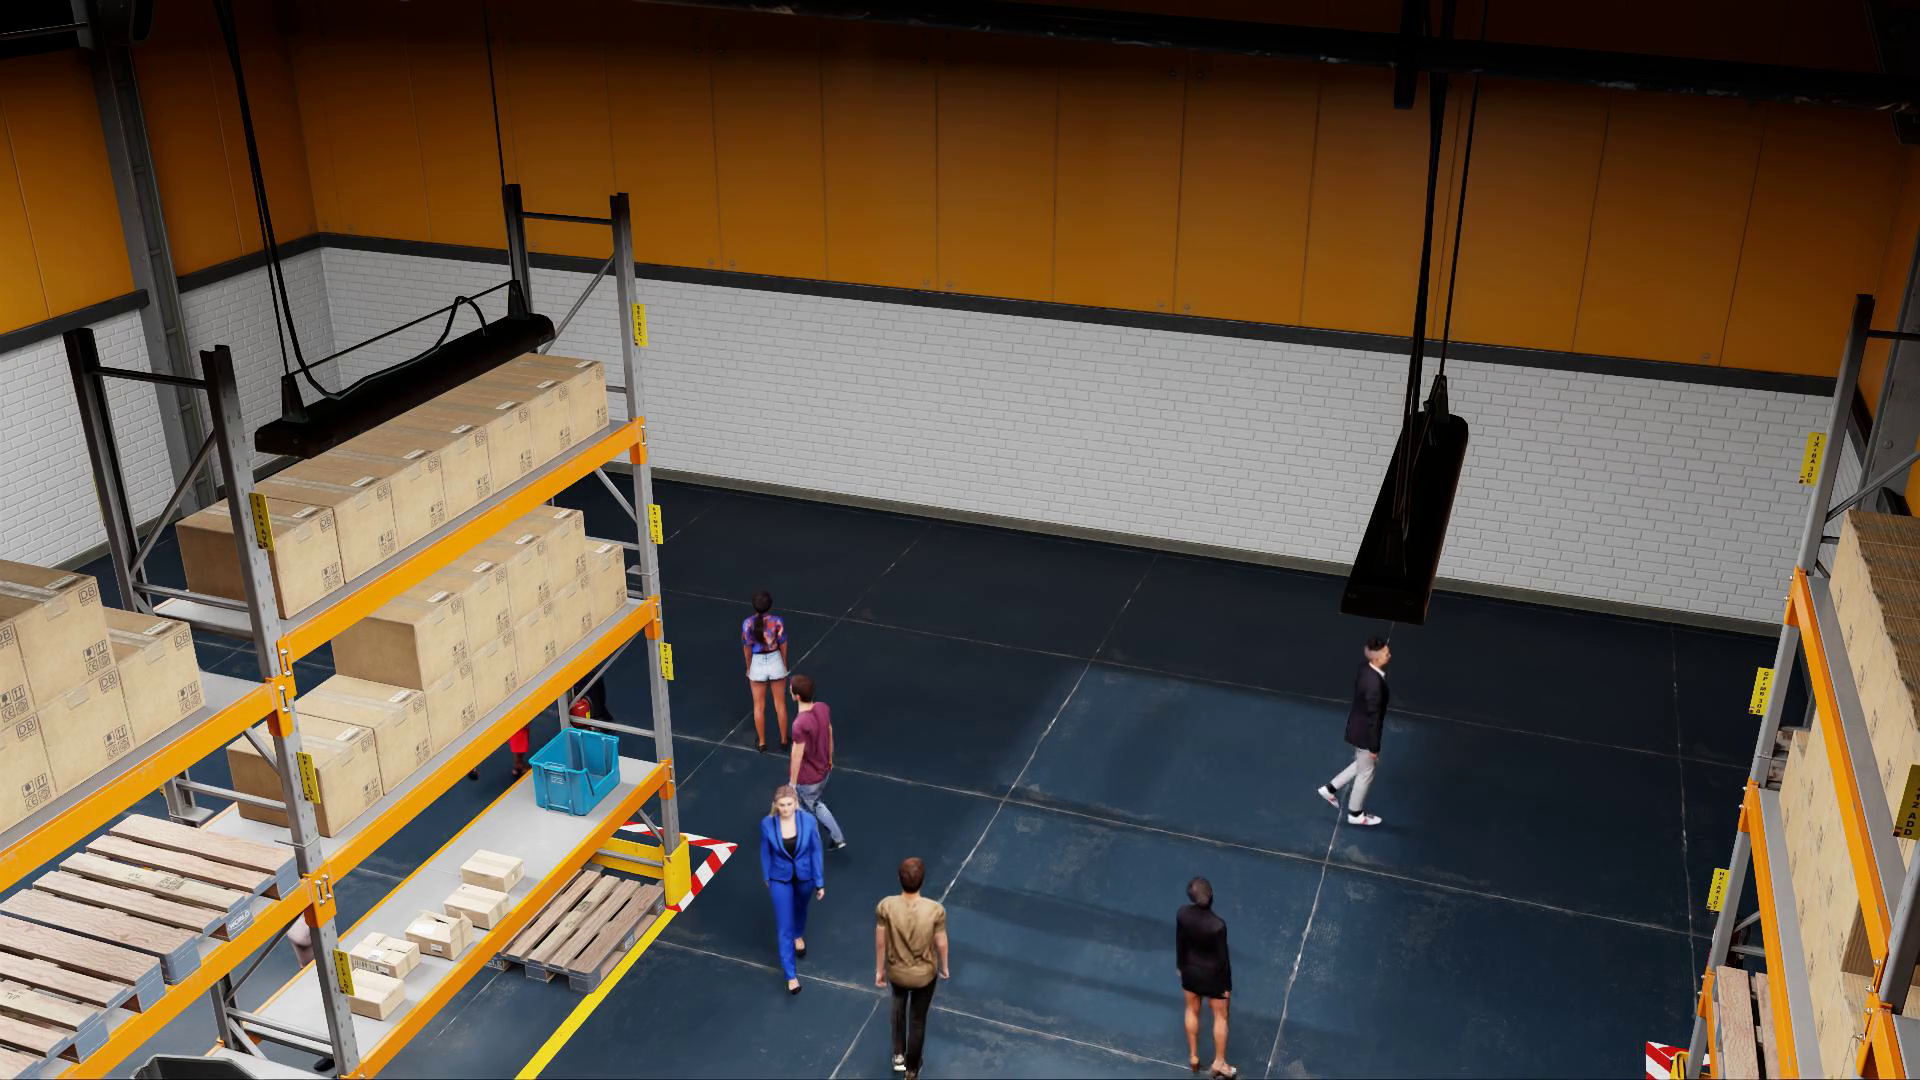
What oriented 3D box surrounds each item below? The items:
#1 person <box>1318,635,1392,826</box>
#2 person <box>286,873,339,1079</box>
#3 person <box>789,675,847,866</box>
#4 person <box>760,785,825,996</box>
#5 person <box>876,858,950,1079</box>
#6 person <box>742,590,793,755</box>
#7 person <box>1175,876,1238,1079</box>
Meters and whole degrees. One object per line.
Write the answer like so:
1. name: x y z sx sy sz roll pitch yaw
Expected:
1. person: 3.558 1.695 14.948 0.899 1.939 0.856 1 24 3
2. person: -4.565 3.115 11.941 0.657 1.744 0.642 18 30 36
3. person: -1.207 2.025 14.323 0.789 1.834 0.650 12 26 25
4. person: -1.331 2.630 13.153 1.002 1.664 1.167 -6 24 -13
5. person: -0.361 3.119 11.813 0.711 1.840 0.675 4 24 8
6. person: -1.879 1.270 16.166 0.660 1.741 0.653 -2 24 -5
7. person: 1.763 3.173 11.972 0.688 1.614 0.745 -20 31 -38
